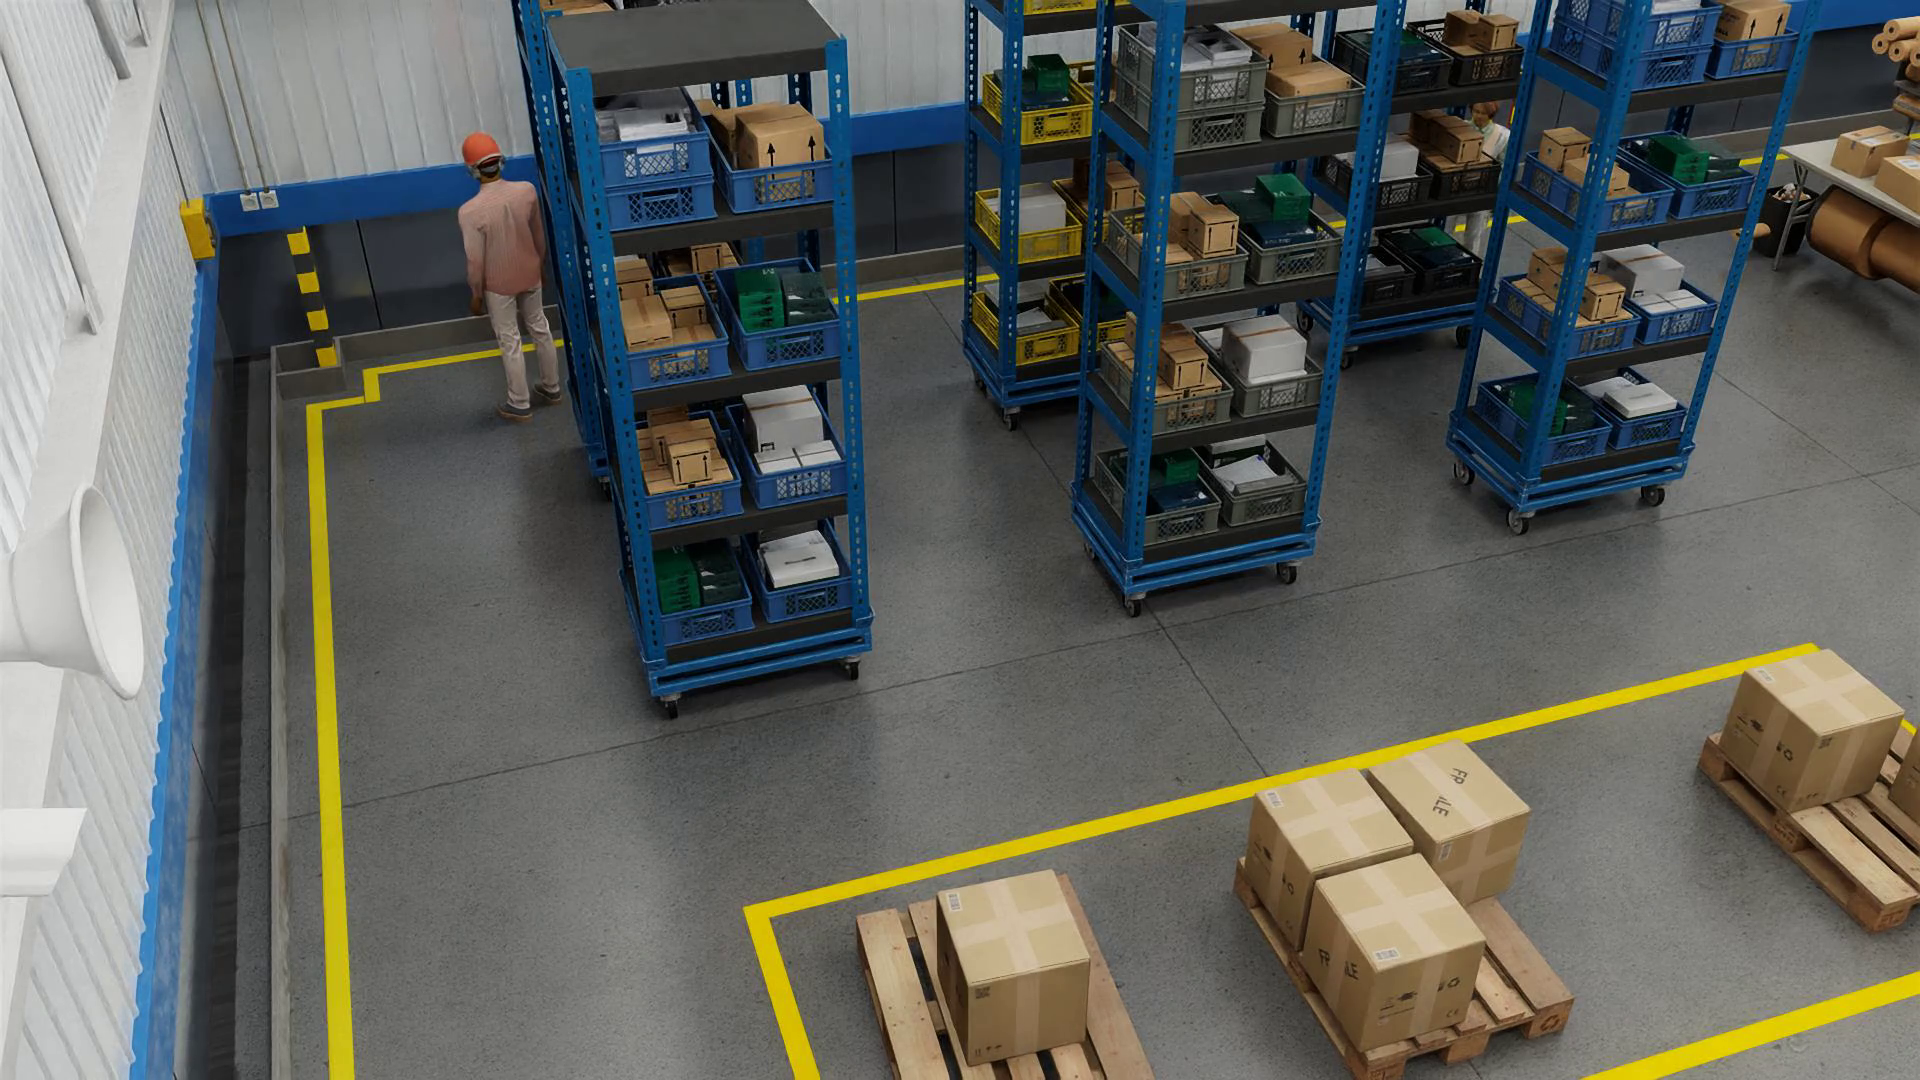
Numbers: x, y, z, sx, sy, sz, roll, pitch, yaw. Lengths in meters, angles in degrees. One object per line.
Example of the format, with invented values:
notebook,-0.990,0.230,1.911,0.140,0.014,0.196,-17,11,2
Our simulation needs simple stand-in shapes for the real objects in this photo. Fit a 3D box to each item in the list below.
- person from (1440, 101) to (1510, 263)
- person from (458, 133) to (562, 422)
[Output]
person,3.820,-2.586,12.519,0.521,1.636,0.311,11,37,15
person,-2.995,-1.729,11.007,0.393,1.985,0.611,26,43,32
